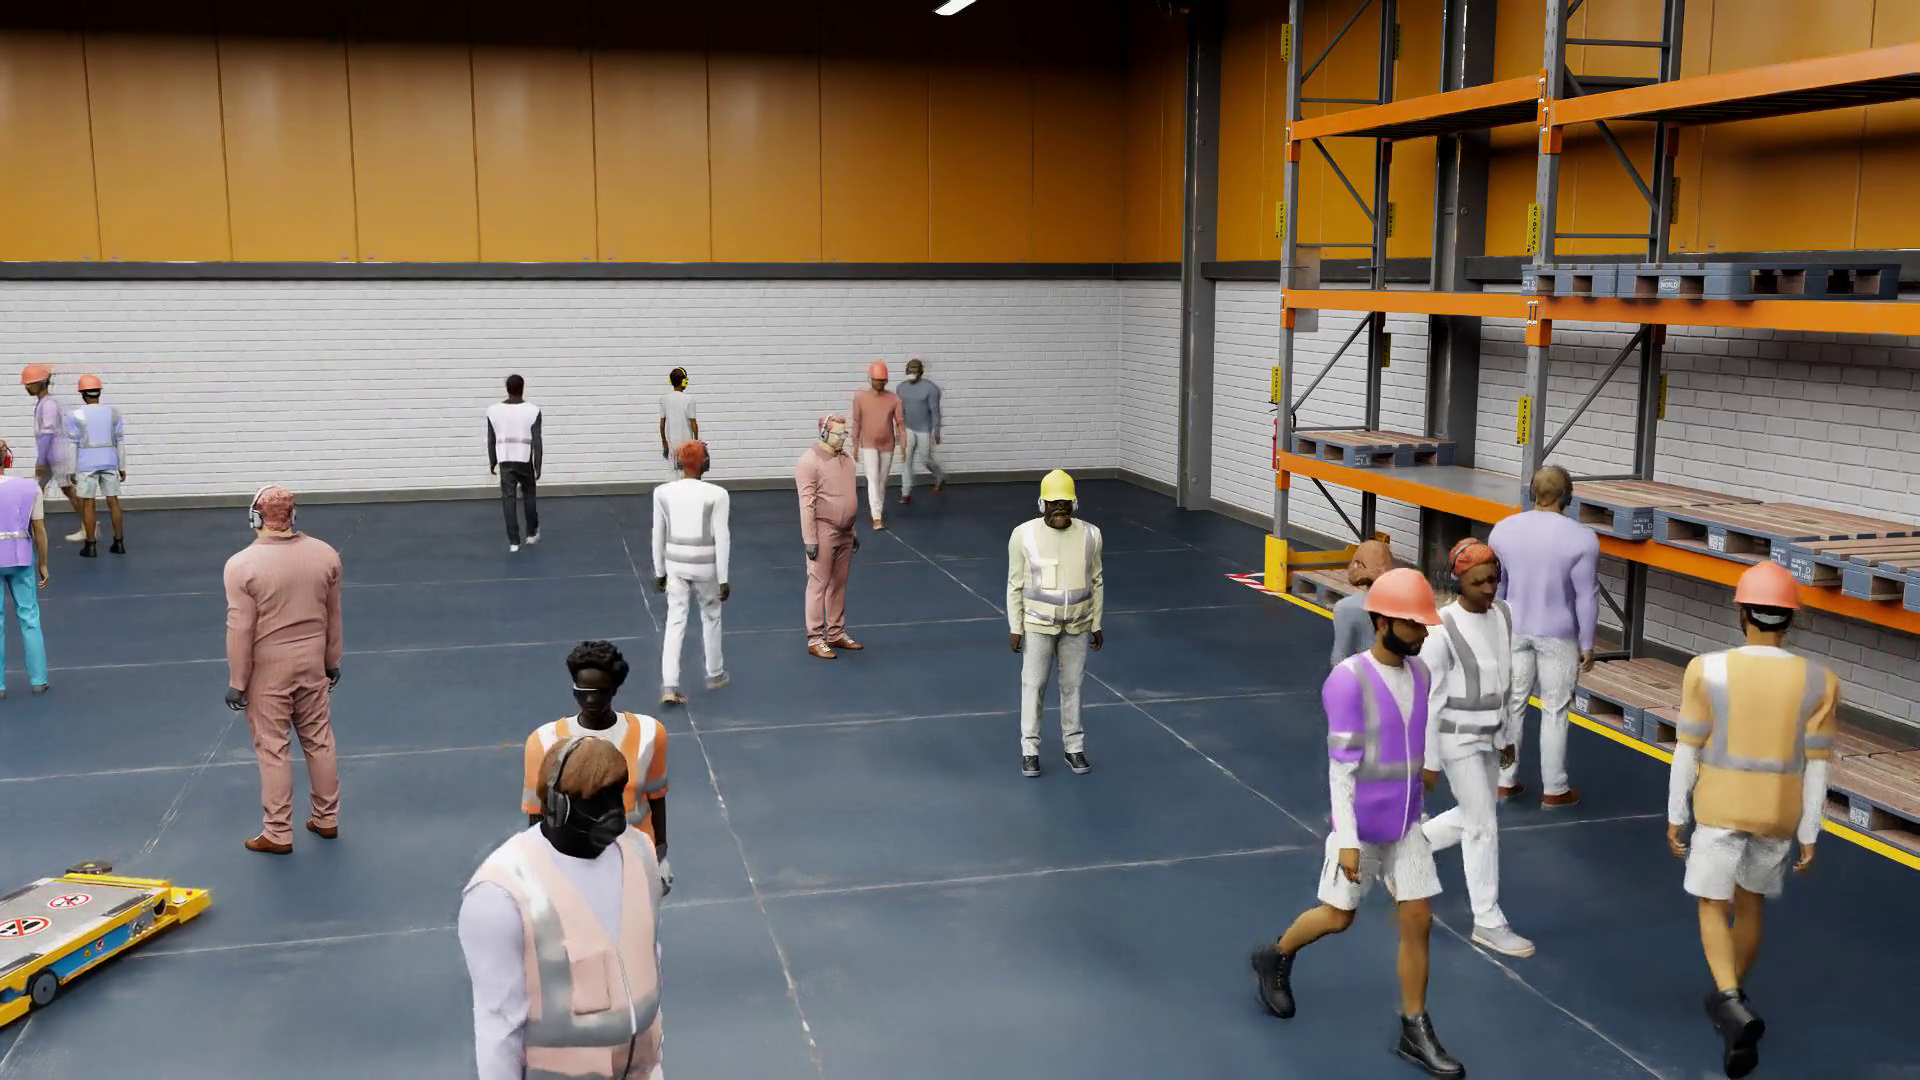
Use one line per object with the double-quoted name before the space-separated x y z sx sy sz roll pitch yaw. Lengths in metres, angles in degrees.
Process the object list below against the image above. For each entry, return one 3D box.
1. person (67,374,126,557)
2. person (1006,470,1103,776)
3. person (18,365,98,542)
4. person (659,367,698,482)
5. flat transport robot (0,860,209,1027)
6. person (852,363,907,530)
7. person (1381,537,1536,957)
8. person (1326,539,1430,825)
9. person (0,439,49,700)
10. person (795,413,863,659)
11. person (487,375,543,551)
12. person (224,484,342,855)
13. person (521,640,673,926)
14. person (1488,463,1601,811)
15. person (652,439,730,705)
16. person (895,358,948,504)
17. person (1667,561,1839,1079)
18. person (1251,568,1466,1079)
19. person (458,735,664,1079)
"person" -9.129 -0.790 17.594 0.376 1.928 0.562 8 12 42
"person" 0.575 0.491 9.903 0.598 1.832 0.404 -2 9 -12
"person" -10.096 -0.922 18.253 1.059 1.980 0.622 -6 11 -33
"person" -3.334 -1.125 19.879 0.517 1.872 0.324 3 10 18
"flat transport robot" -3.963 1.716 7.119 0.652 0.197 1.431 2 9 12
"person" -0.957 -1.135 19.715 0.634 1.948 1.031 -2 9 -10
"person" 2.187 0.887 7.400 0.599 1.851 0.762 -8 12 -43
"person" 2.185 0.804 8.656 0.508 1.609 0.694 -3 10 -18
"person" -6.703 0.202 11.661 0.567 1.846 0.389 -7 11 -37
"person" -0.997 -0.042 13.010 0.410 1.906 0.642 5 11 30
"person" -4.843 -0.860 18.172 0.608 1.876 0.936 -1 9 -8
"person" -3.510 0.662 8.609 0.407 1.906 0.655 6 11 33
"person" -1.296 1.182 6.004 0.538 1.698 0.319 -4 10 -24
"person" 3.246 0.538 9.286 0.635 1.936 0.356 8 12 42
"person" -1.887 0.213 11.644 0.587 1.841 0.964 2 9 10
"person" -0.514 -1.443 21.797 0.664 1.904 0.855 4 10 25
"person" 2.974 1.046 6.249 0.559 1.905 0.834 3 9 15
"person" 1.535 1.027 6.354 0.553 1.908 0.893 -6 11 -32
"person" -1.049 1.384 4.385 0.753 1.819 0.628 7 11 37
